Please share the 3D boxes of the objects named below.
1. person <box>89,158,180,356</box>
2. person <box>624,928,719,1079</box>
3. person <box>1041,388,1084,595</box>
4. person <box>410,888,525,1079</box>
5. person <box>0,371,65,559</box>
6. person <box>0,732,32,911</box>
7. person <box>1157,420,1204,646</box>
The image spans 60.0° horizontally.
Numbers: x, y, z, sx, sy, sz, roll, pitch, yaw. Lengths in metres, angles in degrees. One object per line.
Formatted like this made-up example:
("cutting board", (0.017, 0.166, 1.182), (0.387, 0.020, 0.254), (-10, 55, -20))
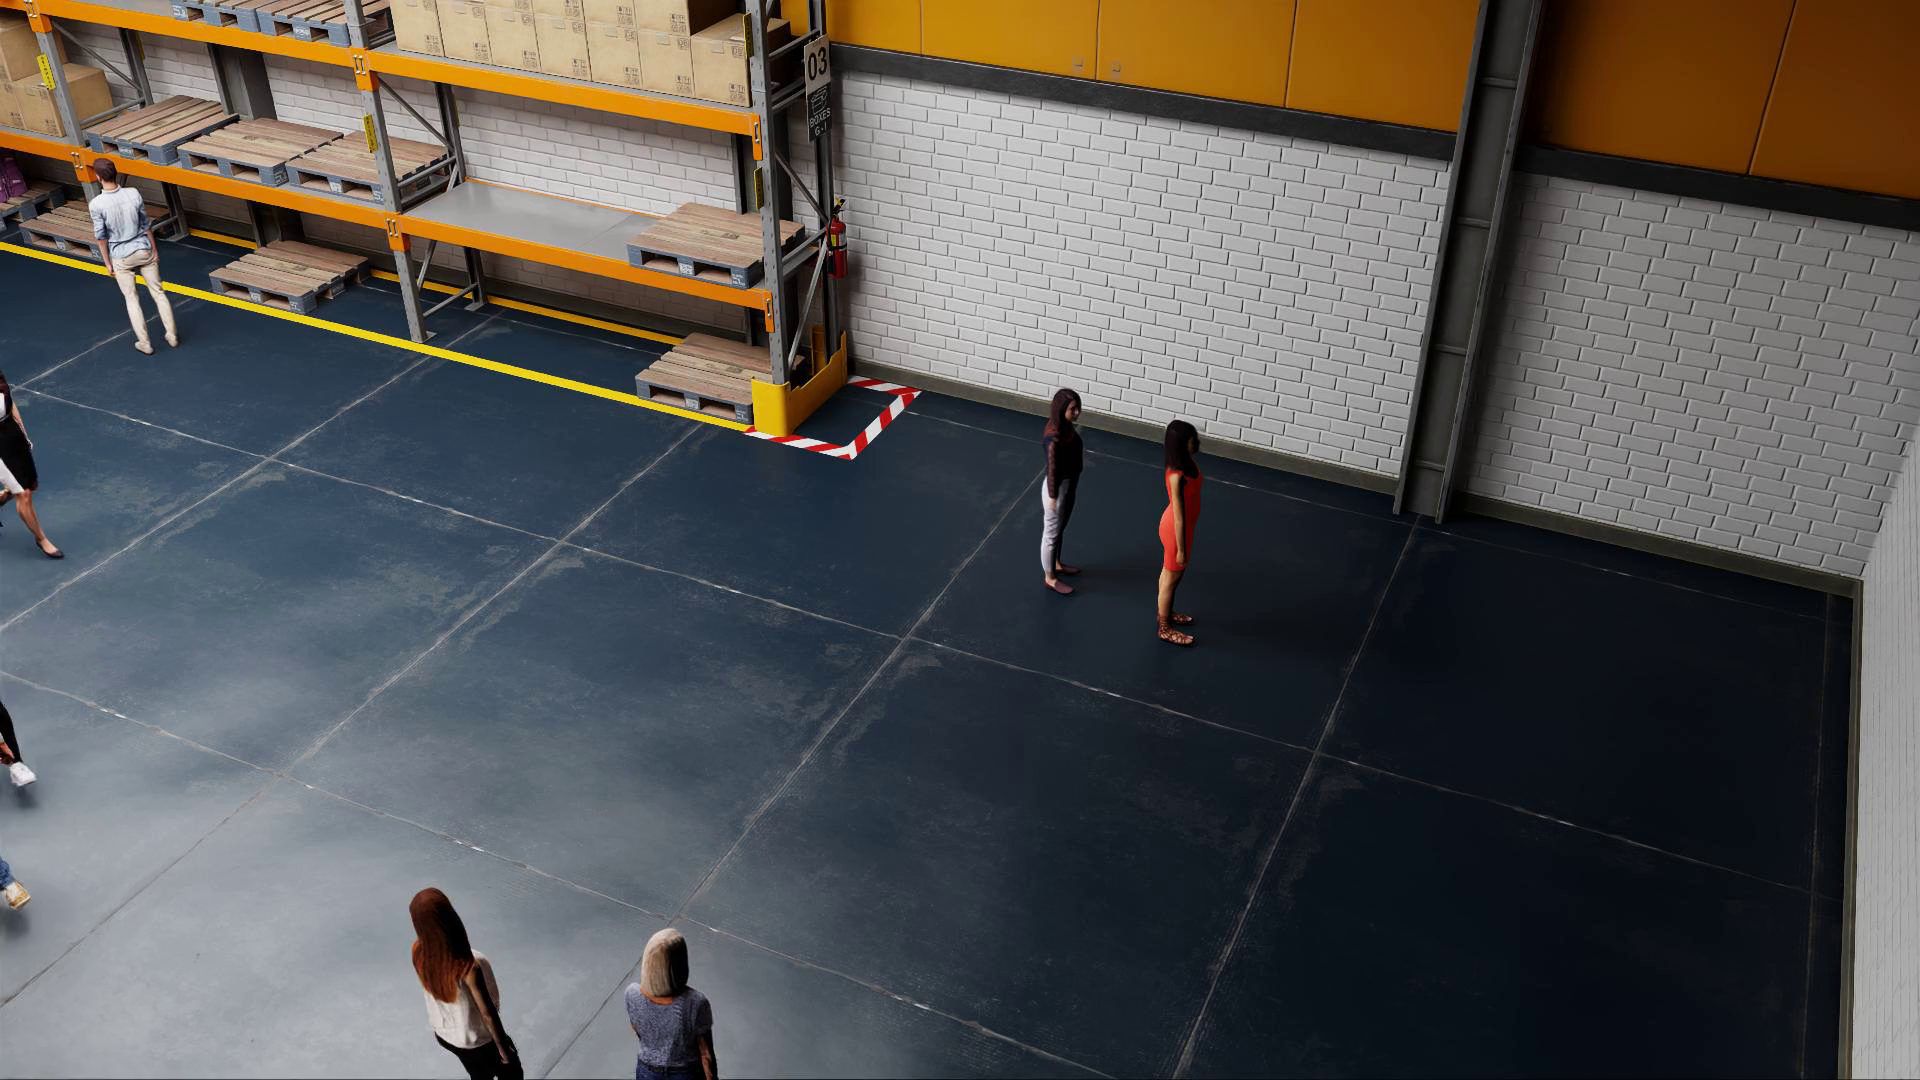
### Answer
("person", (-7.593, -2.606, 15.257), (0.724, 1.846, 0.706), (-24, 40, -31))
("person", (-1.339, 2.542, 7.647), (0.903, 1.696, 0.825), (2, 34, 3))
("person", (0.744, -0.370, 12.109), (0.571, 1.606, 0.622), (9, 35, 14))
("person", (-2.377, 2.392, 7.872), (0.722, 1.697, 0.724), (21, 39, 29))
("person", (-7.177, -0.667, 12.397), (0.958, 1.783, 0.649), (10, 35, 15))
("person", (-5.832, 1.205, 9.522), (1.268, 1.847, 0.900), (25, 41, 33))
("person", (1.509, -0.063, 11.549), (0.632, 1.715, 0.649), (4, 34, 6))
